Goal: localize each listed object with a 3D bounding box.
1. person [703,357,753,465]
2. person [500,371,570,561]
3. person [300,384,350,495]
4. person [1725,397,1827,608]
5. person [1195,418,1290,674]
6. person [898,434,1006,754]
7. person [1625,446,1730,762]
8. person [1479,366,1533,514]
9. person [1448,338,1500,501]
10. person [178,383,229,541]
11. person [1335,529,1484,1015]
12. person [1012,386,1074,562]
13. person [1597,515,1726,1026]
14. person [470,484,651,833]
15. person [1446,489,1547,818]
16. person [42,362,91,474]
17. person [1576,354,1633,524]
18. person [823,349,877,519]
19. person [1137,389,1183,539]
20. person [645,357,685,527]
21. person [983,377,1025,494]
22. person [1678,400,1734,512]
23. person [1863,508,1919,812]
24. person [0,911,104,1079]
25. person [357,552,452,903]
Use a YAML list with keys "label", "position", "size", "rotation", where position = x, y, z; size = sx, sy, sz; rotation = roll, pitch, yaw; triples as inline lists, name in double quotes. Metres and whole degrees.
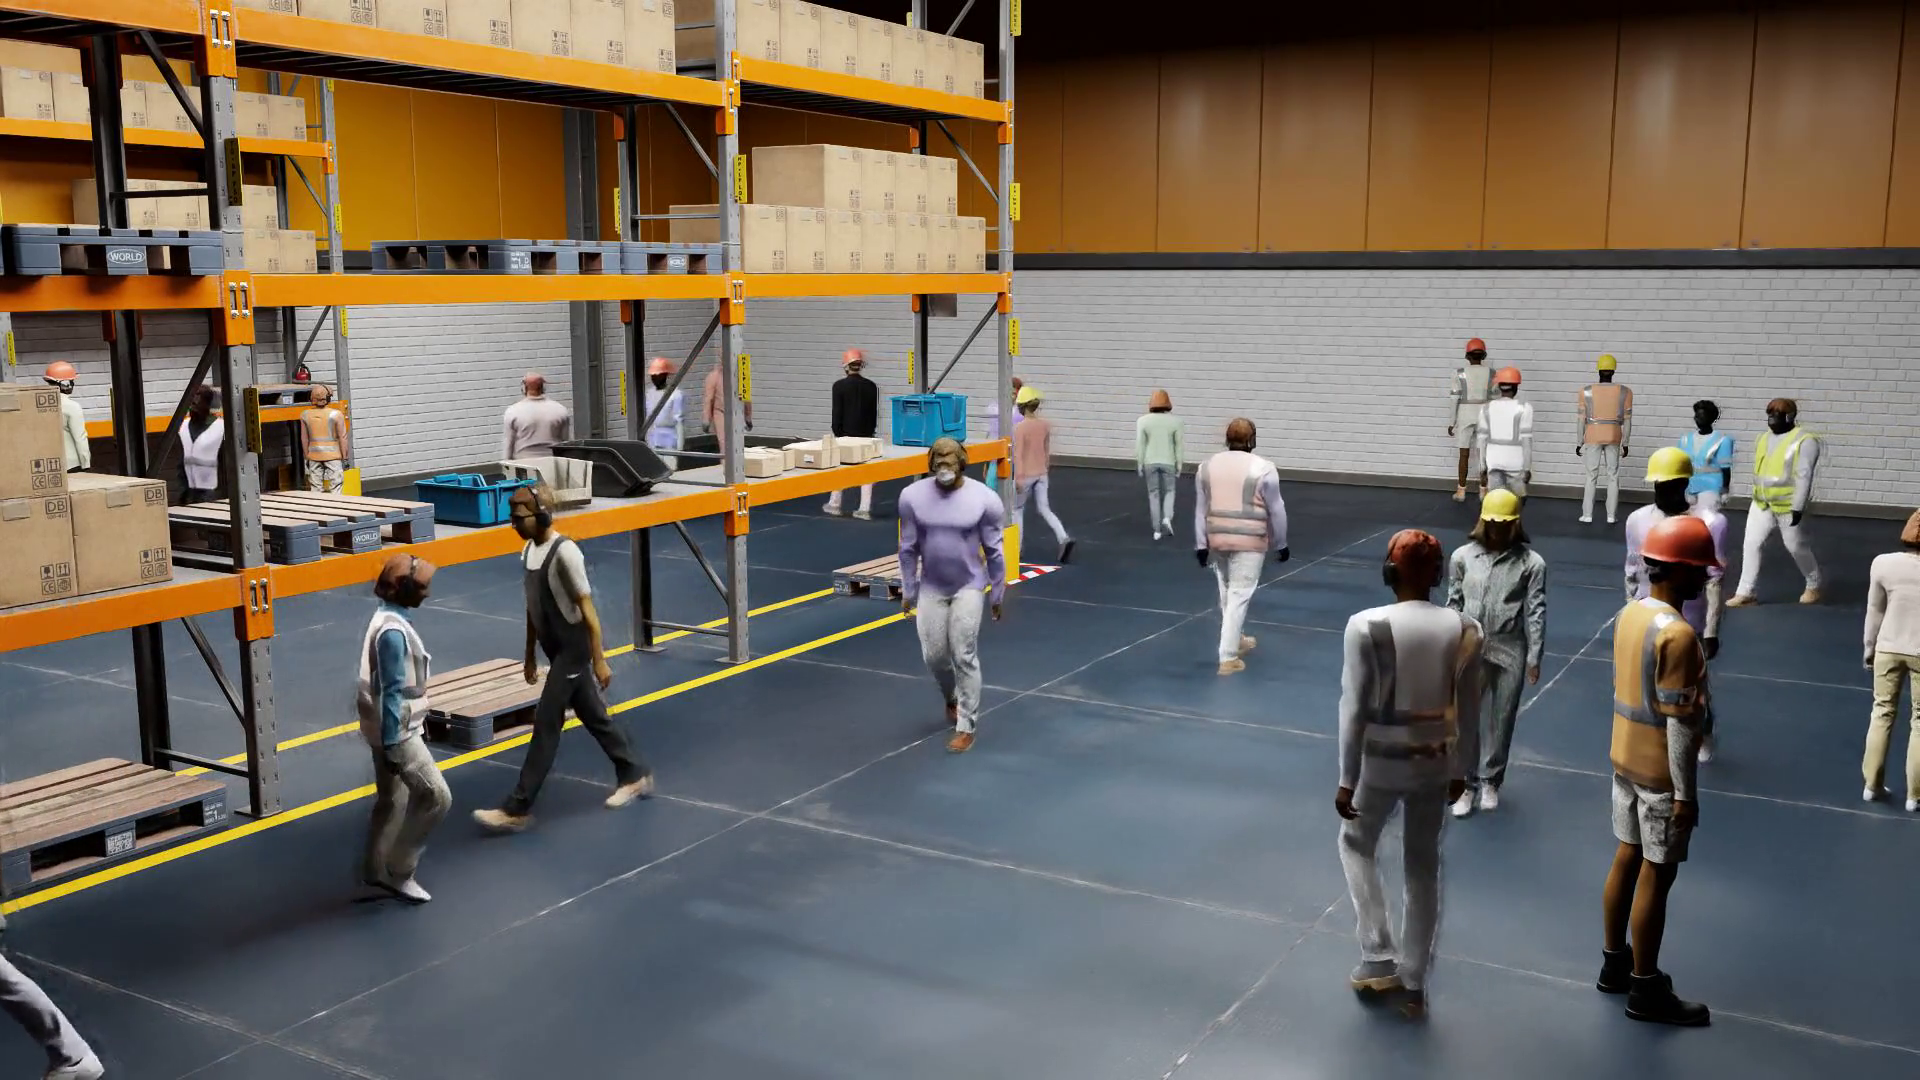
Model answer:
- label: "person"
  position: [-3.113, -1.616, 22.140]
  size: [0.665, 1.857, 0.727]
  rotation: [-8, 12, -42]
- label: "person"
  position: [-4.128, -0.695, 16.217]
  size: [0.671, 1.894, 0.598]
  rotation: [-5, 10, -30]
- label: "person"
  position: [-6.894, -0.867, 18.083]
  size: [0.513, 1.641, 0.307]
  rotation: [1, 9, 4]
- label: "person"
  position: [7.027, -0.318, 14.151]
  size: [0.912, 1.807, 0.624]
  rotation: [-4, 10, -24]
- label: "person"
  position: [2.072, 0.027, 11.995]
  size: [0.625, 1.807, 0.864]
  rotation: [8, 12, 40]
- label: "person"
  position: [-0.032, 0.297, 9.979]
  size: [0.656, 1.911, 0.628]
  rotation: [2, 9, 14]
- label: "person"
  position: [3.999, 0.412, 9.293]
  size: [0.738, 1.898, 0.591]
  rotation: [-9, 13, -44]
- label: "person"
  position: [5.424, -0.769, 16.557]
  size: [0.553, 1.925, 0.456]
  rotation: [8, 12, 41]
- label: "person"
  position: [6.394, -1.493, 20.732]
  size: [0.605, 2.045, 0.376]
  rotation: [1, 9, 4]
- label: "person"
  position: [-6.562, -0.441, 14.619]
  size: [0.602, 1.900, 0.693]
  rotation: [4, 10, 25]
- label: "person"
  position: [1.715, 0.885, 6.434]
  size: [0.607, 1.864, 0.486]
  rotation: [-2, 9, -11]
- label: "person"
  position: [0.746, -0.640, 16.344]
  size: [0.535, 1.738, 0.793]
  rotation: [-8, 12, -42]
- label: "person"
  position: [2.681, 0.865, 6.351]
  size: [0.359, 1.936, 0.544]
  rotation: [0, 9, -1]
- label: "person"
  position: [-2.035, 0.587, 8.588]
  size: [1.005, 1.790, 0.561]
  rotation: [-6, 11, -35]
- label: "person"
  position: [2.770, 0.597, 8.650]
  size: [0.511, 1.719, 0.621]
  rotation: [4, 10, 21]
- label: "person"
  position: [-8.621, -0.720, 16.058]
  size: [0.609, 1.995, 0.376]
  rotation: [4, 10, 22]
- label: "person"
  position: [7.295, -1.139, 18.872]
  size: [0.588, 1.930, 0.364]
  rotation: [2, 9, 14]
- label: "person"
  position: [-1.287, -1.243, 19.401]
  size: [0.662, 1.958, 0.876]
  rotation: [-6, 11, -33]
- label: "person"
  position: [2.121, -0.796, 17.697]
  size: [0.497, 1.619, 0.397]
  rotation: [1, 9, 8]
- label: "person"
  position: [-3.307, -1.111, 18.754]
  size: [0.545, 1.922, 0.561]
  rotation: [5, 10, 27]
- label: "person"
  position: [0.441, -0.729, 16.692]
  size: [0.486, 1.810, 0.598]
  rotation: [-8, 12, -41]
- label: "person"
  position: [6.818, -0.451, 15.372]
  size: [0.538, 1.682, 0.550]
  rotation: [-5, 10, -28]
- label: "person"
  position: [5.061, 0.624, 8.823]
  size: [0.284, 1.624, 0.501]
  rotation: [-8, 12, -42]
- label: "person"
  position: [-3.306, 1.088, 5.346]
  size: [0.558, 1.822, 1.000]
  rotation: [9, 12, 43]
- label: "person"
  position: [-2.509, 0.857, 7.402]
  size: [0.449, 1.609, 0.568]
  rotation: [-3, 10, -21]
